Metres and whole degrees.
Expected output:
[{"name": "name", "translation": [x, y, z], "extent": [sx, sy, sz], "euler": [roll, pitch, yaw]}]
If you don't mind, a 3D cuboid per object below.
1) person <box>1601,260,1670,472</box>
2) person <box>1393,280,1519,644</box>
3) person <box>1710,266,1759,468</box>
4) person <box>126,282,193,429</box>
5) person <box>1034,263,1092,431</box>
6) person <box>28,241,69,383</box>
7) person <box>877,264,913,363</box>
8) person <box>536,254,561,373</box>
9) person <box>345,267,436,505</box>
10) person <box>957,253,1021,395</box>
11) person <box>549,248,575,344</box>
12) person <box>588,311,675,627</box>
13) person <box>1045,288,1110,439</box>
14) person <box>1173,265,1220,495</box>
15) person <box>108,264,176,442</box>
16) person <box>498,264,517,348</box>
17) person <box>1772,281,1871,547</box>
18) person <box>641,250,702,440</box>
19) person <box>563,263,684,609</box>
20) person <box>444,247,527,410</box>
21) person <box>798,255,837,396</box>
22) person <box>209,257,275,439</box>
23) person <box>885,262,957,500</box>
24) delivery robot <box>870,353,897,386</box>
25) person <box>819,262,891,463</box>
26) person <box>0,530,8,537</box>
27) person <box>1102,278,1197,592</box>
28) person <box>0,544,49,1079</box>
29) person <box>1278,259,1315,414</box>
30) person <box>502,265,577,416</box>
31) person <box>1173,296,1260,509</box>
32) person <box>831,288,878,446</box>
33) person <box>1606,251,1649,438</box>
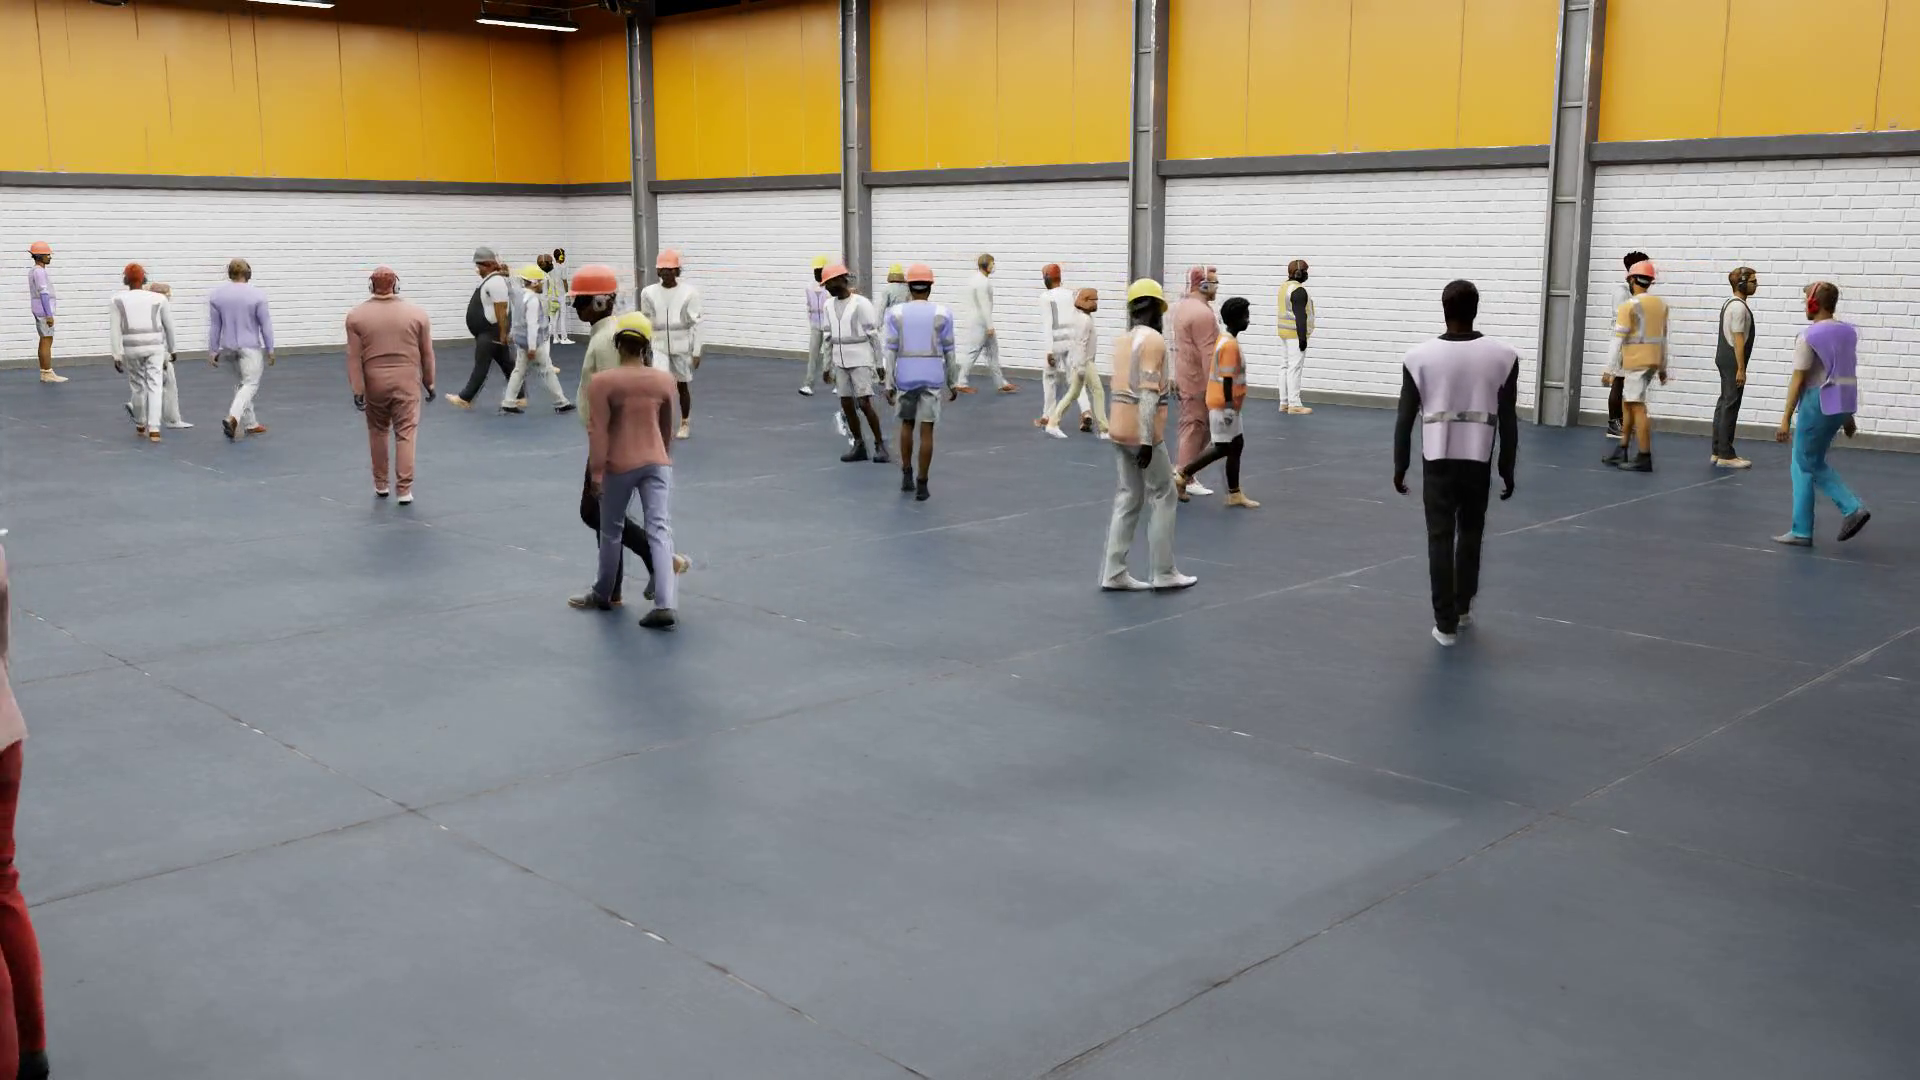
[{"name": "person", "translation": [6.111, -1.584, 15.162], "extent": [0.707, 1.892, 0.752], "euler": [-6, 12, -29]}, {"name": "person", "translation": [2.627, -0.430, 8.881], "extent": [0.614, 1.888, 0.824], "euler": [2, 11, 10]}, {"name": "person", "translation": [7.155, -1.588, 15.336], "extent": [0.345, 1.847, 0.507], "euler": [2, 11, 13]}, {"name": "person", "translation": [-8.859, -2.017, 18.281], "extent": [0.576, 1.616, 0.535], "euler": [-5, 12, -27]}, {"name": "person", "translation": [1.153, -2.112, 18.238], "extent": [0.598, 1.842, 0.956], "euler": [-8, 13, -37]}, {"name": "person", "translation": [-13.231, -3.290, 24.080], "extent": [0.371, 2.044, 0.608], "euler": [-8, 13, -36]}, {"name": "person", "translation": [-0.966, -3.140, 24.152], "extent": [0.507, 1.705, 0.834], "euler": [-7, 12, -32]}, {"name": "person", "translation": [-6.452, -3.528, 25.923], "extent": [0.430, 1.845, 0.624], "euler": [-3, 11, -15]}, {"name": "person", "translation": [-4.564, -1.248, 13.413], "extent": [0.651, 1.875, 0.871], "euler": [-3, 11, -14]}, {"name": "person", "translation": [0.347, -2.887, 22.319], "extent": [0.766, 1.919, 0.645], "euler": [1, 10, 3]}, {"name": "person", "translation": [-7.855, -4.784, 32.726], "extent": [0.531, 1.860, 0.317], "euler": [8, 13, 36]}, {"name": "person", "translation": [-1.811, -0.395, 9.184], "extent": [0.542, 1.715, 0.896], "euler": [-7, 12, -33]}, {"name": "person", "translation": [1.291, -1.847, 17.434], "extent": [0.833, 1.593, 0.510], "euler": [0, 10, 2]}, {"name": "person", "translation": [1.970, -1.297, 13.638], "extent": [0.449, 1.890, 0.649], "euler": [0, 10, -1]}, {"name": "person", "translation": [-8.530, -1.959, 17.395], "extent": [0.590, 1.836, 0.966], "euler": [-4, 11, -22]}, {"name": "person", "translation": [-8.450, -4.352, 31.096], "extent": [0.811, 1.598, 0.508], "euler": [-10, 15, -44]}, {"name": "person", "translation": [5.896, -0.843, 11.334], "extent": [0.594, 1.823, 0.478], "euler": [-7, 12, -33]}, {"name": "person", "translation": [-2.964, -1.974, 17.067], "extent": [0.641, 1.986, 1.070], "euler": [0, 10, 0]}, {"name": "person", "translation": [-1.939, -0.571, 9.430], "extent": [0.558, 1.975, 0.638], "euler": [-2, 11, -9]}, {"name": "person", "translation": [-5.848, -2.622, 20.444], "extent": [1.024, 2.000, 0.705], "euler": [-4, 11, -20]}, {"name": "person", "translation": [-1.830, -2.880, 22.319], "extent": [0.592, 1.872, 1.032], "euler": [5, 11, 23]}, {"name": "person", "translation": [-7.547, -1.995, 17.392], "extent": [0.651, 1.913, 0.847], "euler": [1, 10, 8]}, {"name": "person", "translation": [-0.311, -1.301, 13.596], "extent": [0.559, 1.910, 0.724], "euler": [1, 10, 8]}, {"name": "delivery robot", "translation": [-1.063, -2.268, 22.307], "extent": [0.707, 0.478, 0.477], "euler": [-2, 11, -11]}, {"name": "person", "translation": [-1.025, -1.656, 15.587], "extent": [0.601, 1.888, 0.498], "euler": [7, 13, 34]}, {"name": "person", "translation": [-7.398, -0.869, 11.641], "extent": [1.124, 1.782, 0.544], "euler": [0, 10, 2]}, {"name": "person", "translation": [1.123, -0.624, 10.002], "extent": [0.660, 1.866, 0.670], "euler": [-4, 11, -20]}, {"name": "person", "translation": [-2.451, 0.559, 3.976], "extent": [0.350, 1.718, 0.699], "euler": [-1, 10, -5]}, {"name": "person", "translation": [4.039, -2.440, 19.995], "extent": [0.429, 1.844, 0.627], "euler": [-2, 11, -8]}, {"name": "person", "translation": [-5.039, -2.362, 19.735], "extent": [0.923, 1.785, 0.596], "euler": [-7, 13, -34]}, {"name": "person", "translation": [1.982, -1.055, 12.910], "extent": [0.665, 1.670, 0.558], "euler": [2, 10, 8]}, {"name": "person", "translation": [-1.126, -1.769, 16.969], "extent": [0.496, 1.607, 0.635], "euler": [-7, 13, -34]}, {"name": "person", "translation": [7.069, -2.058, 17.568], "extent": [0.367, 1.966, 0.607], "euler": [8, 13, 39]}]
